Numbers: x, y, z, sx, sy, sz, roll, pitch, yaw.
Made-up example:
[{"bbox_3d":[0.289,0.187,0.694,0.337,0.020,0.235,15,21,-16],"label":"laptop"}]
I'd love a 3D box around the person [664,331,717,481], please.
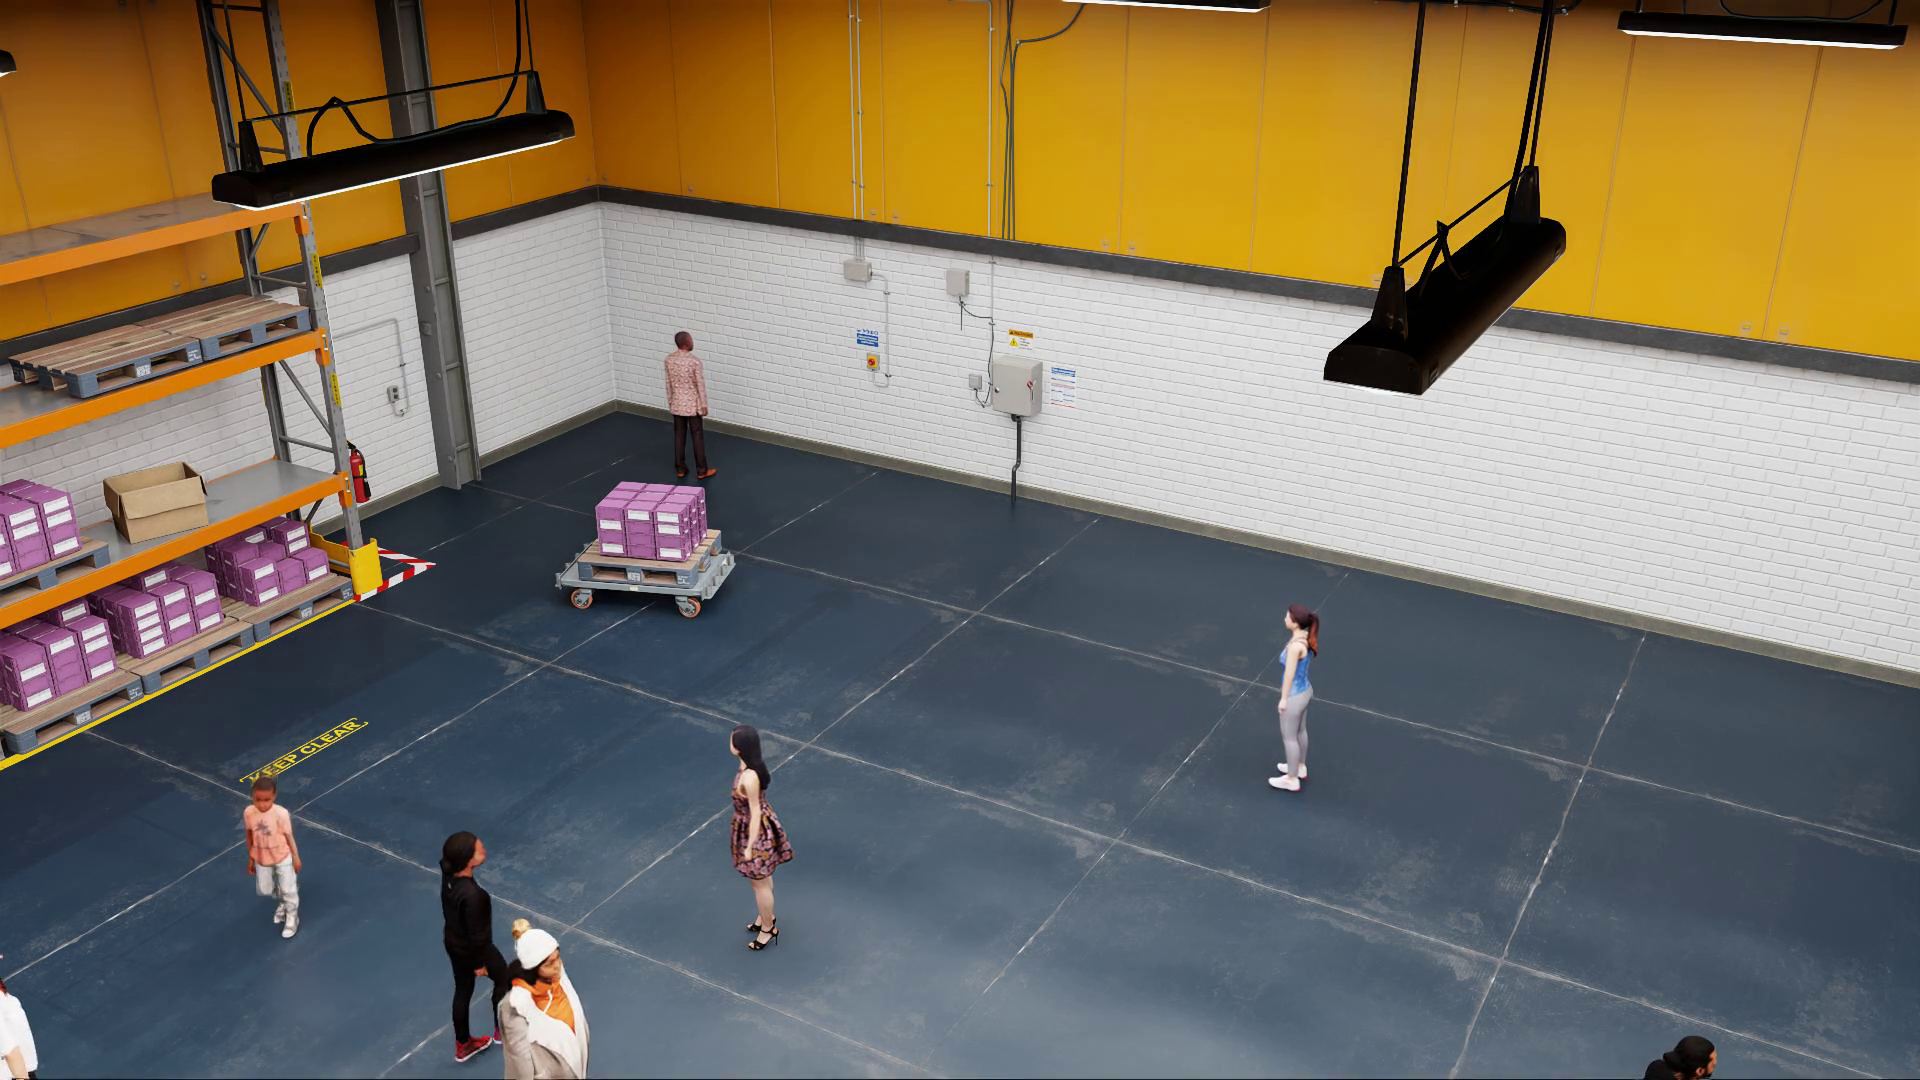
[{"bbox_3d":[-3.283,-1.619,19.987,0.711,1.808,0.639,9,25,19],"label":"person"}]

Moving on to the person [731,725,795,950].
[{"bbox_3d":[-1.442,2.064,11.606,0.862,1.774,0.787,-2,24,-5],"label":"person"}]

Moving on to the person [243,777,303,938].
[{"bbox_3d":[-4.873,2.211,11.869,0.608,1.294,0.685,3,24,6],"label":"person"}]

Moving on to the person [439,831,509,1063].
[{"bbox_3d":[-3.165,2.607,10.512,0.699,1.655,0.802,20,31,38],"label":"person"}]

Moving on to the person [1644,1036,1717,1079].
[{"bbox_3d":[3.607,3.337,8.747,1.071,1.729,1.064,-3,24,-7],"label":"person"}]

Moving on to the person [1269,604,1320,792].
[{"bbox_3d":[2.752,1.273,13.623,0.608,1.605,0.446,12,26,26],"label":"person"}]

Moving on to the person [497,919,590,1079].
[{"bbox_3d":[-2.365,2.948,9.437,0.824,1.890,0.694,6,24,14],"label":"person"}]
